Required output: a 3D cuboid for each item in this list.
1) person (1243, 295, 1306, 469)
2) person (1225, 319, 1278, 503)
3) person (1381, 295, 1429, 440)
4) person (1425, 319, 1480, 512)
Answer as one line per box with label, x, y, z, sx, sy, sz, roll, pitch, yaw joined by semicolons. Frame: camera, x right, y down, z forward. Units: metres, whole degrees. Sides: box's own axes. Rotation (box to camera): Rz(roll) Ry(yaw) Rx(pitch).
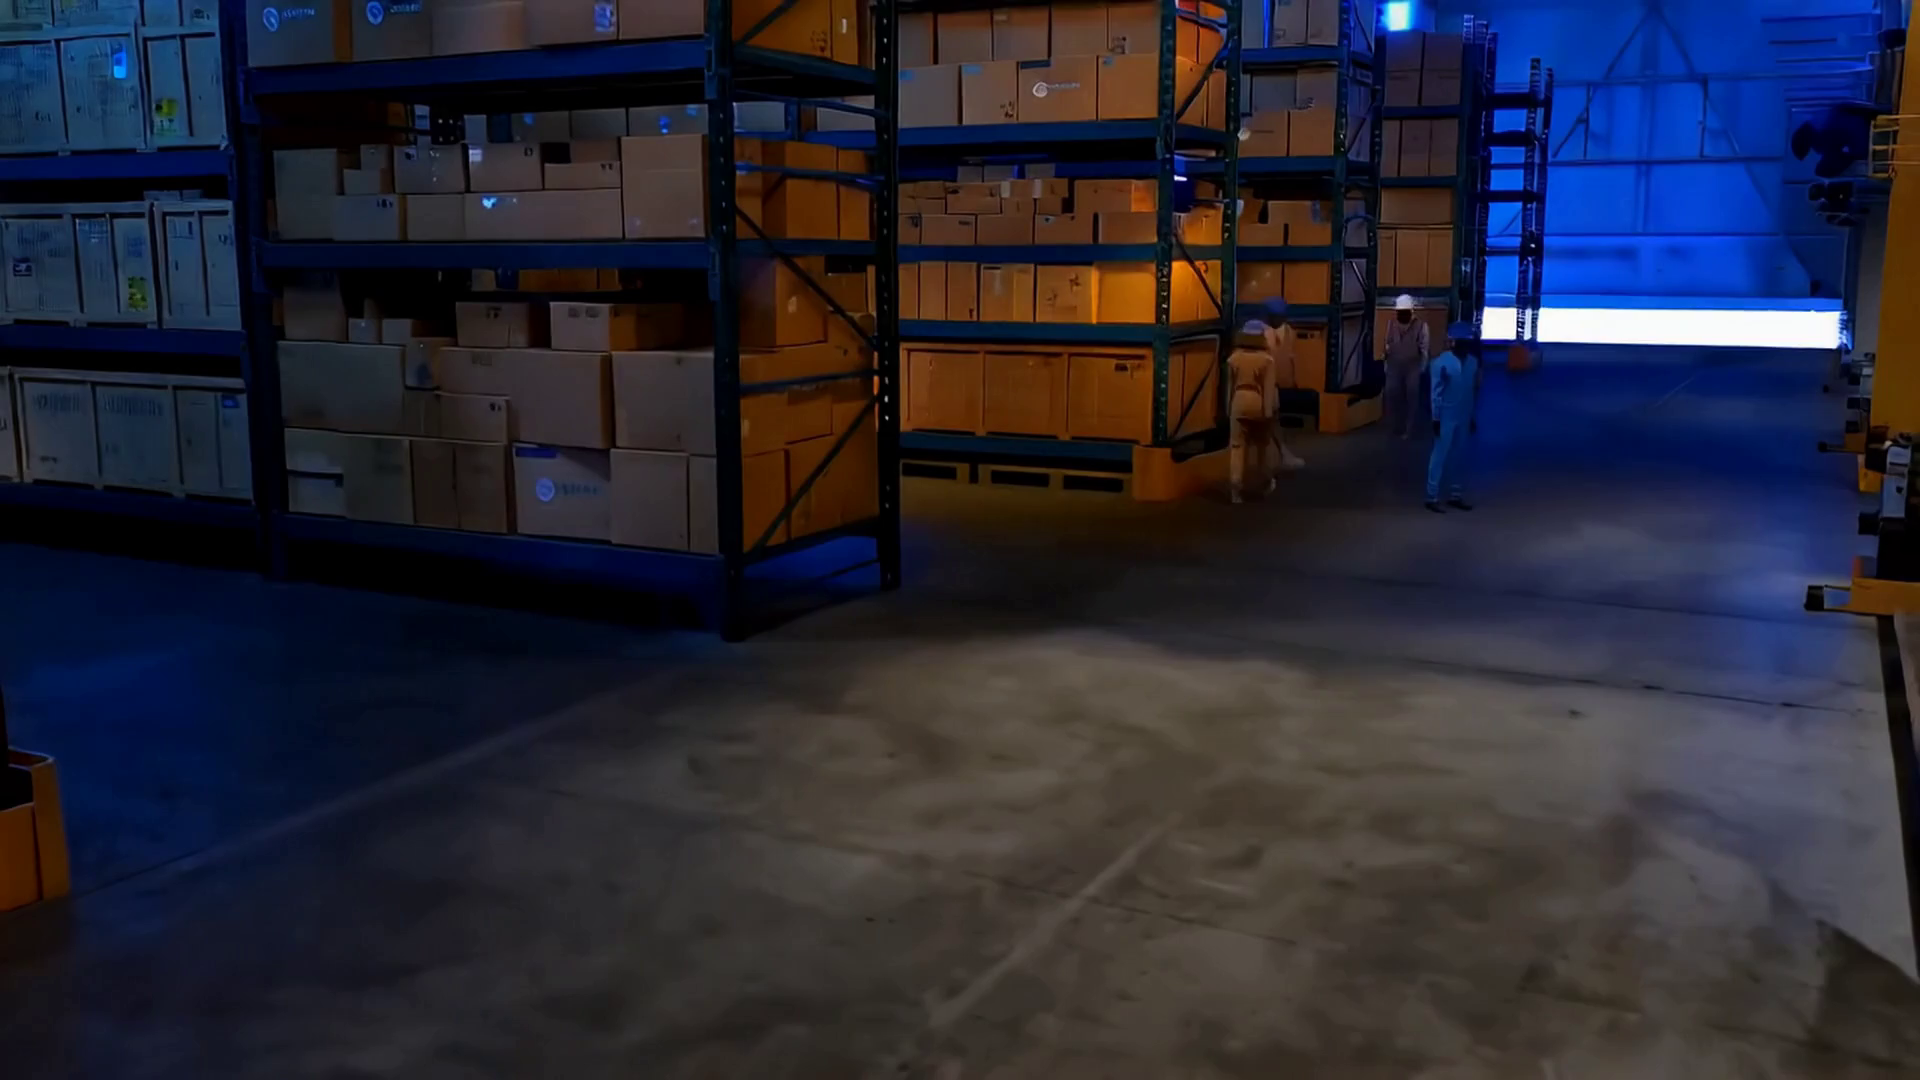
person;3.447;-1.732;18.167;0.559;1.872;1.016;-8;13;-39
person;2.768;-1.227;15.720;0.508;1.701;0.849;5;11;27
person;5.509;-2.129;20.674;0.597;1.815;0.501;6;11;31
person;4.480;-1.119;15.020;0.566;1.742;0.352;-5;11;-28
